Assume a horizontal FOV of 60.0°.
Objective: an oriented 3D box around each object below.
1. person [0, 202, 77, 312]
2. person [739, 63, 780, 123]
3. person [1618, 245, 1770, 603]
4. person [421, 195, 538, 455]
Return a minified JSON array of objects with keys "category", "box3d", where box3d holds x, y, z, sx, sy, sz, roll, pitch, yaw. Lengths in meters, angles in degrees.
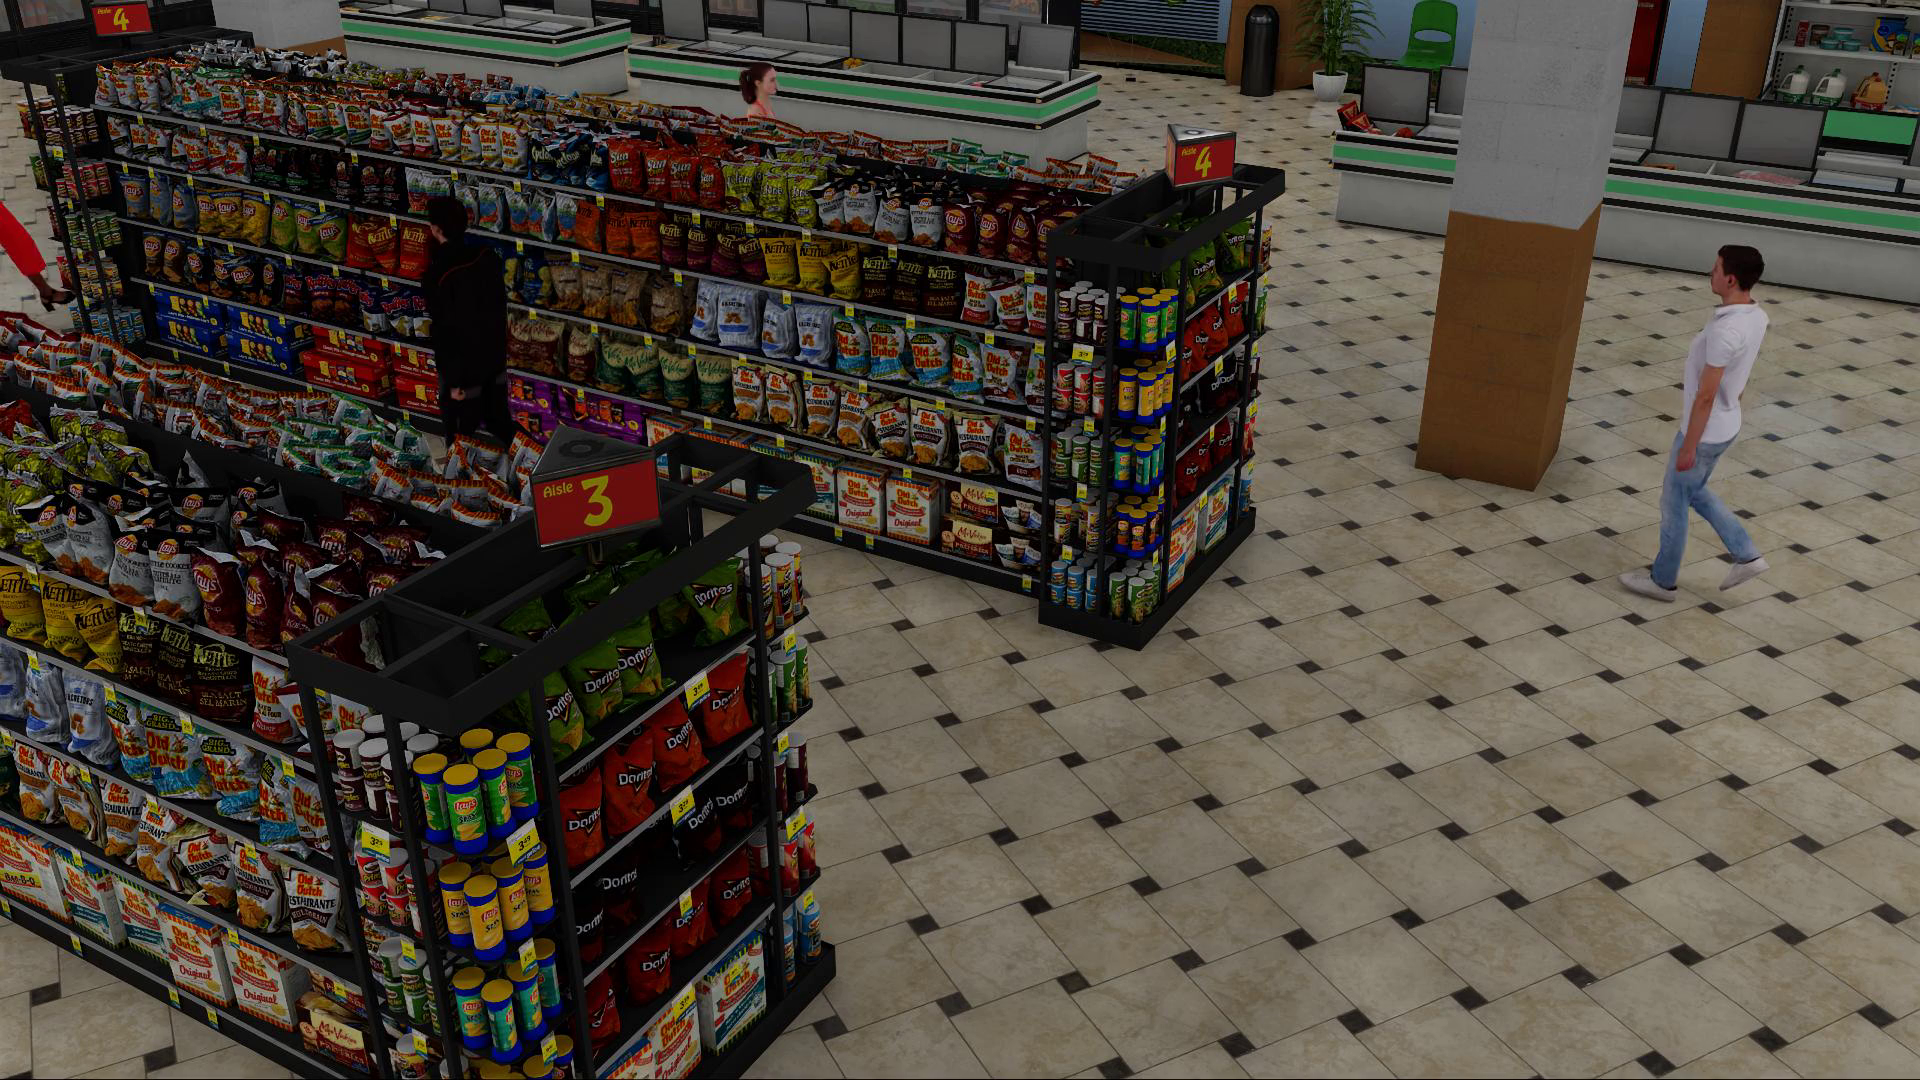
[{"category":"person","box3d":[-7.036,-2.326,11.712,1.032,1.753,0.798,21,34,36]},{"category":"person","box3d":[-1.539,-2.686,12.437,0.742,1.739,0.699,3,27,6]},{"category":"person","box3d":[3.681,-0.488,7.995,0.943,1.836,0.746,21,34,35]},{"category":"person","box3d":[-2.521,-0.912,8.854,1.005,1.815,0.708,15,30,26]}]
